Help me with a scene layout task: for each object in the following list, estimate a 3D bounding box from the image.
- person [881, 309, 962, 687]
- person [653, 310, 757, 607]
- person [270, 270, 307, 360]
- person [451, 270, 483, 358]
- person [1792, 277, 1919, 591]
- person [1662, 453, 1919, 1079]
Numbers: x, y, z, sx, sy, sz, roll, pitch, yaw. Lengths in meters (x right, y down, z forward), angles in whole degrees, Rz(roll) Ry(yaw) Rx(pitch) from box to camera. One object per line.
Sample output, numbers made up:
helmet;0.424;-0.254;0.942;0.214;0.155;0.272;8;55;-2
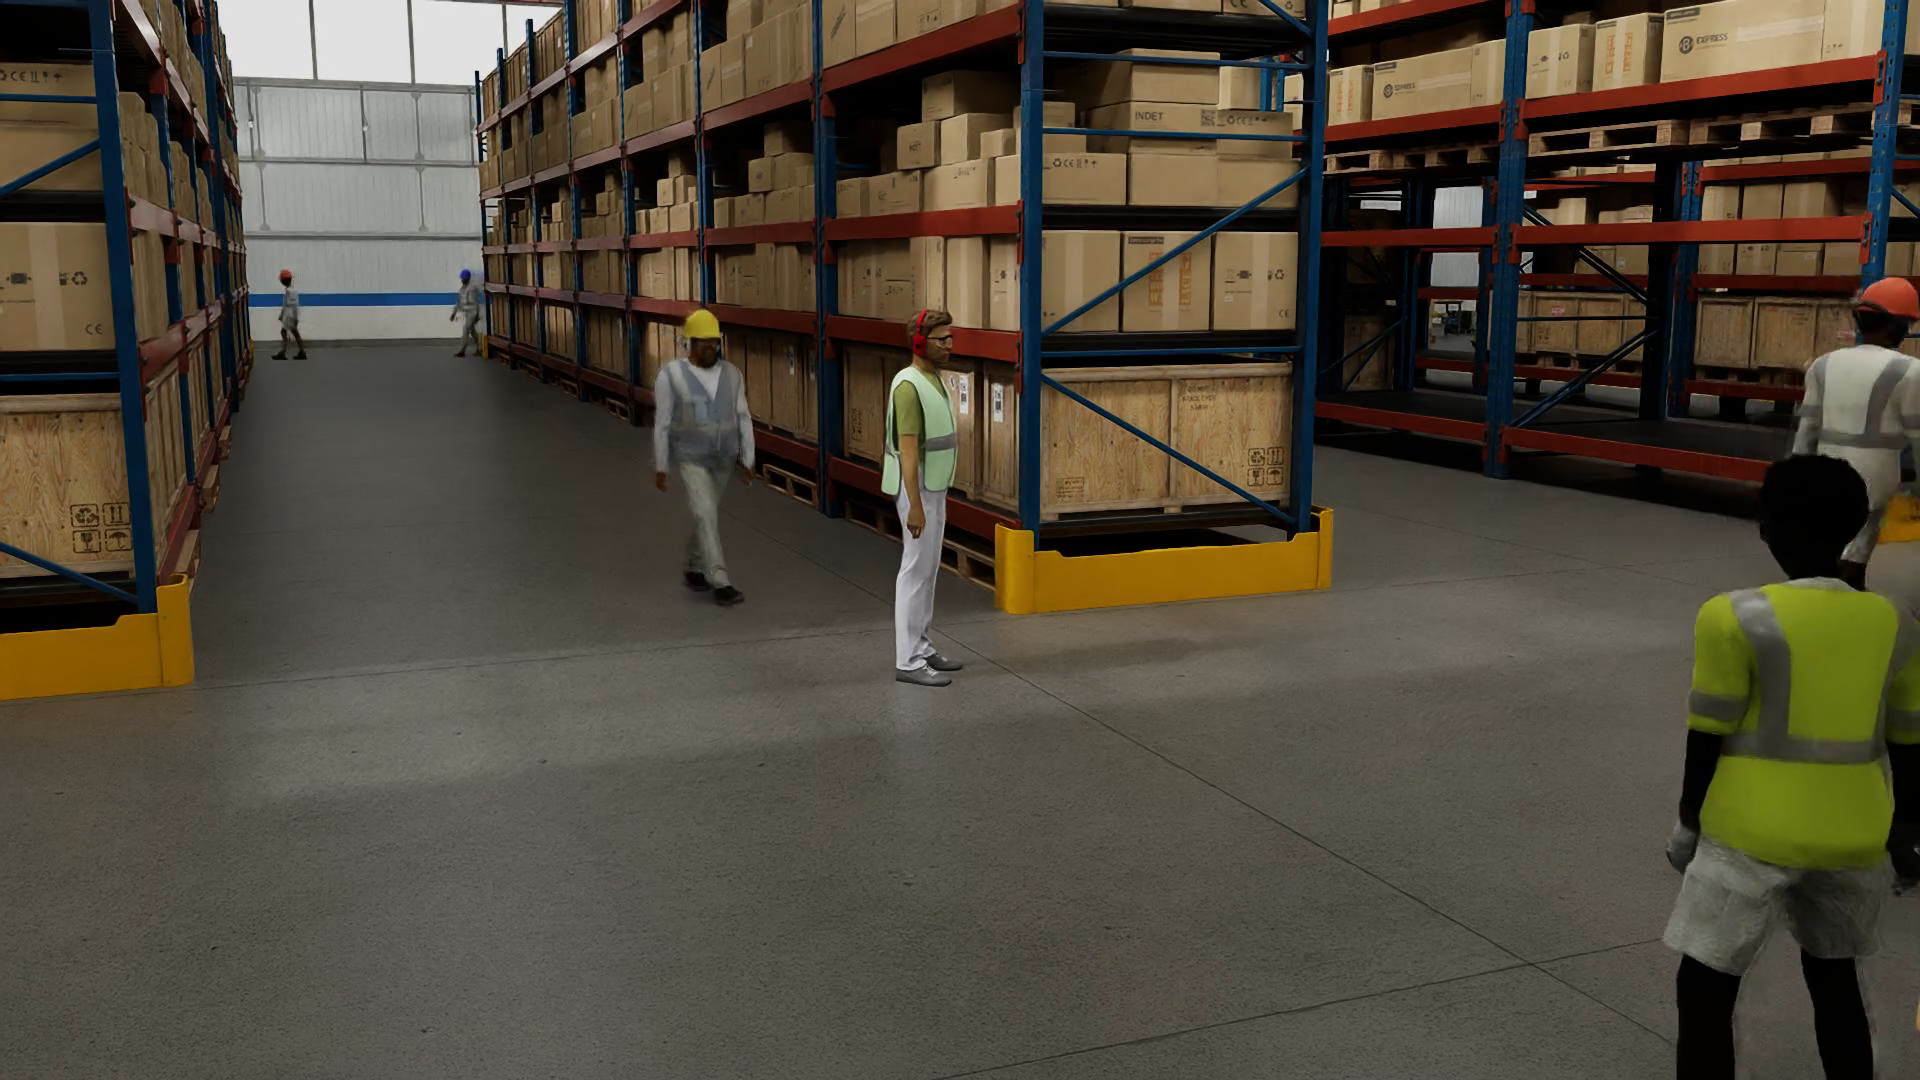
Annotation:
person;-0.192;-0.214;8.237;0.375;1.843;0.575;2;10;11
person;-1.543;-0.512;10.215;0.612;1.783;0.919;-7;12;-35
person;-14.330;-4.762;35.294;0.841;1.901;0.552;-4;10;-23
person;-10.742;-4.943;36.398;0.816;1.896;0.720;-9;13;-43
person;4.429;-0.256;8.053;1.010;1.990;0.610;-4;10;-21
person;1.790;0.657;3.596;0.720;1.659;0.466;-2;10;-9
